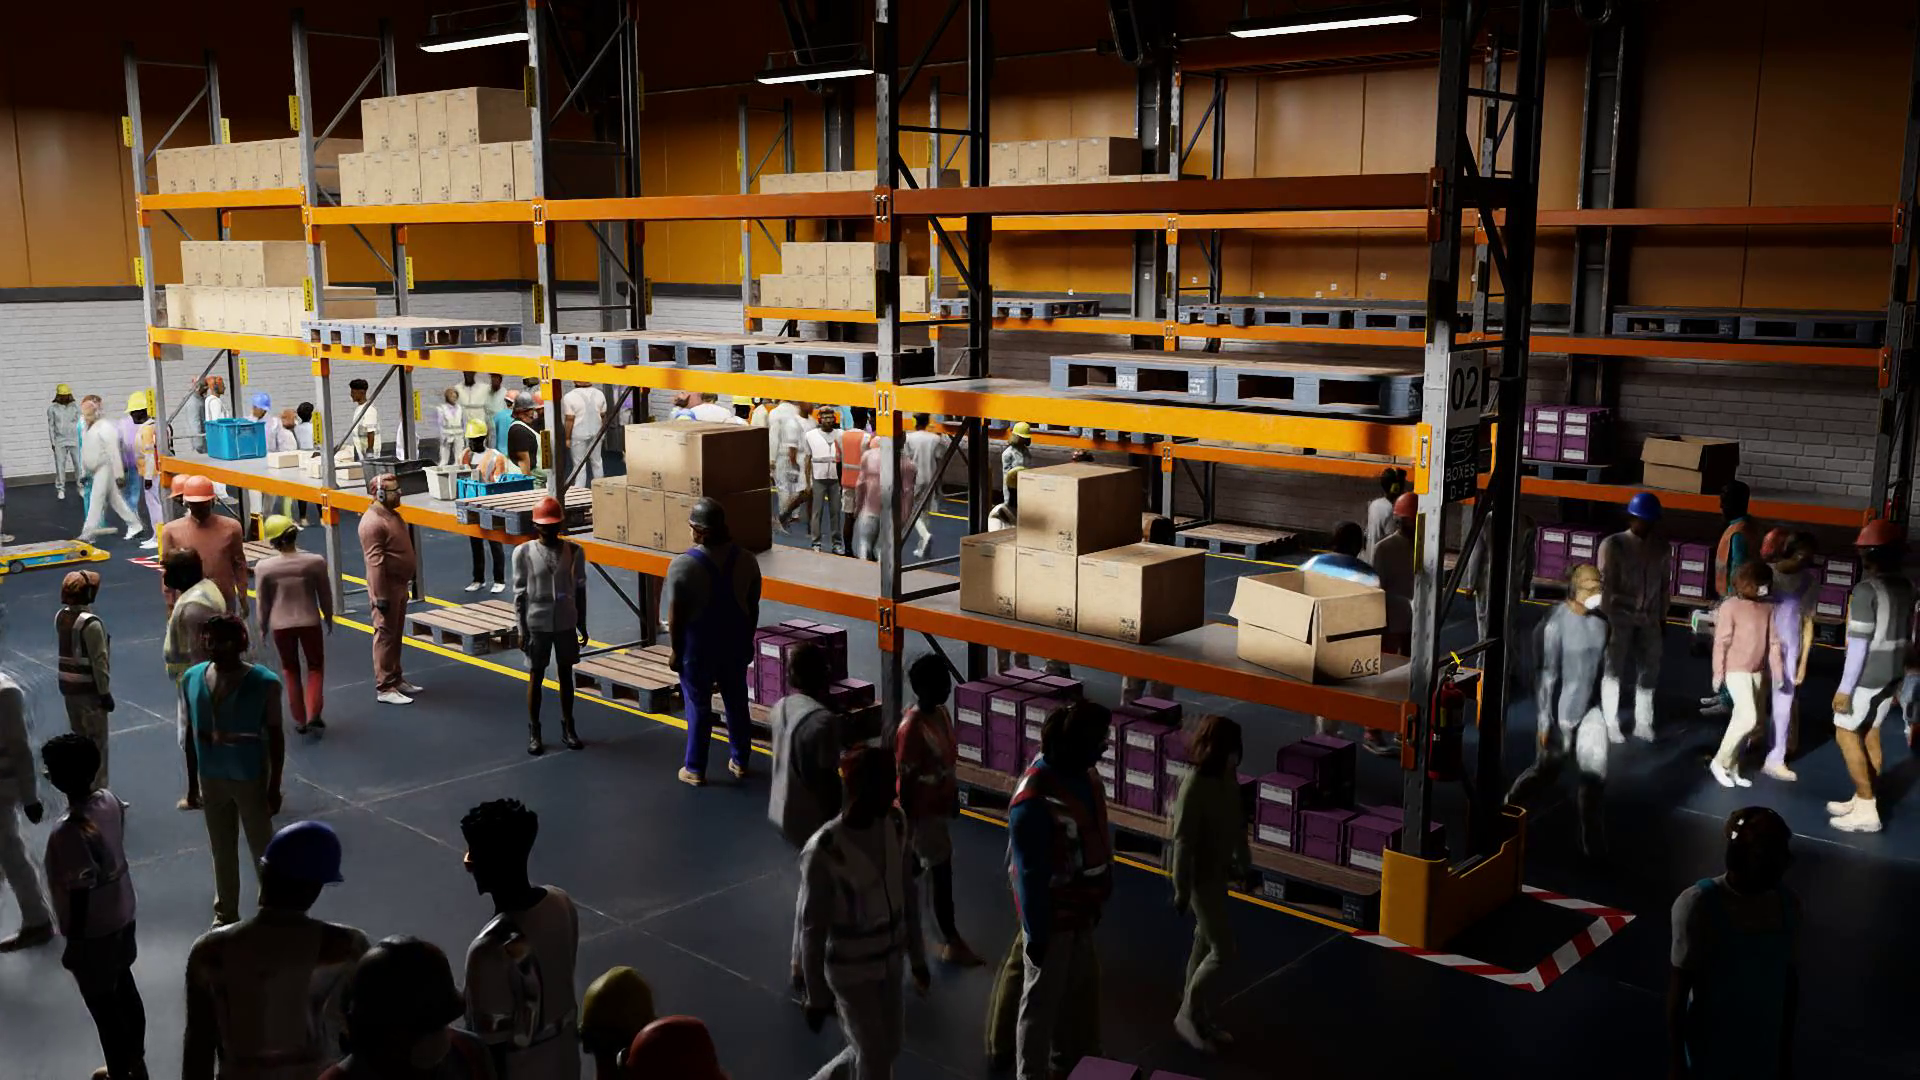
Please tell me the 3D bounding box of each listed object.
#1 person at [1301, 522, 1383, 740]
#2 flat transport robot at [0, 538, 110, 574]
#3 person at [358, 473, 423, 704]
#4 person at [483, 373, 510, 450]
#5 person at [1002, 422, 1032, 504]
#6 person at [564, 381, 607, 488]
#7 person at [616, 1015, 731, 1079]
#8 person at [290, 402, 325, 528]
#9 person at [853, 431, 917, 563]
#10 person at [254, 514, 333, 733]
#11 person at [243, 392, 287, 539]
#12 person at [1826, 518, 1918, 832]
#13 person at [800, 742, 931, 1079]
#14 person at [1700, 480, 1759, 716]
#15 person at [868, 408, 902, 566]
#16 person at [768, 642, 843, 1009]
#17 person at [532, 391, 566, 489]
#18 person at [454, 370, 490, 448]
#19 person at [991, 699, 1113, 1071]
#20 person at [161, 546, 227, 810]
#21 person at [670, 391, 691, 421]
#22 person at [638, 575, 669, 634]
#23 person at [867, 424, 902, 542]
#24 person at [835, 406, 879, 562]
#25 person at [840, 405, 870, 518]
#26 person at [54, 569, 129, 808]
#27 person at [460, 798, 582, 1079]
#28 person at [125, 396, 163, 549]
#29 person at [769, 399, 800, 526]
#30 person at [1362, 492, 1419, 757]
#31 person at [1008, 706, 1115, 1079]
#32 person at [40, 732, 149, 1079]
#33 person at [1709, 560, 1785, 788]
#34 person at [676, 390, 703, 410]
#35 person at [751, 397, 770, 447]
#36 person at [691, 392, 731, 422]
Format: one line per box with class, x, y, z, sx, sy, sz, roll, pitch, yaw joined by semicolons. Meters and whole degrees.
person;2.763;0.772;12.089;0.650;1.790;0.805;8;13;39
flat transport robot;-10.914;0.187;19.634;0.652;0.197;1.431;9;13;41
person;-4.719;0.396;13.818;0.408;1.913;0.641;-1;10;-4
person;-7.162;-1.730;25.960;0.661;1.874;0.489;6;12;30
person;0.697;-0.518;19.489;0.310;1.735;0.484;8;13;40
person;-5.547;-1.542;24.408;0.536;2.000;0.673;10;14;44
person;-0.792;2.118;4.564;0.355;1.741;0.575;-2;10;-12
person;-8.743;-1.007;22.351;0.530;1.697;0.321;-1;10;-3
person;-0.804;-0.267;17.644;0.718;1.881;0.458;2;10;9
person;-5.134;0.652;12.858;0.550;1.742;0.353;-4;11;-21
person;-9.145;-0.993;21.699;0.628;1.909;0.743;-9;13;-41
person;5.873;0.874;10.770;0.636;2.043;0.406;-6;12;-32
person;-0.413;1.698;6.630;0.770;1.845;0.586;7;12;34
person;6.236;0.471;13.392;0.392;1.914;0.587;5;11;27
person;-0.895;-0.617;19.428;0.385;1.957;0.603;4;11;20
person;-0.758;1.418;8.371;0.406;1.811;0.518;-8;13;-39
person;-5.176;-0.869;20.747;0.609;1.991;0.384;6;12;30
person;-7.860;-1.902;26.860;0.631;1.896;0.439;0;10;-3
person;0.451;1.579;7.467;0.652;1.802;0.631;-1;10;-5
person;-5.019;0.932;11.052;0.477;1.825;0.642;-3;11;-18
person;-4.151;-1.401;24.773;0.354;1.630;0.530;2;10;13
person;-3.001;-0.026;16.227;0.410;1.908;0.598;-6;12;-31
person;-0.920;-0.916;21.211;0.392;1.925;0.548;9;13;40
person;-1.183;-0.655;19.606;0.610;1.965;0.363;5;11;28
person;-1.393;-1.335;23.235;0.614;2.040;0.391;10;14;44
person;-5.855;1.012;11.140;0.523;1.632;0.314;8;13;39
person;-1.481;1.823;5.635;0.376;1.958;0.599;2;10;9
person;-10.197;-0.849;20.867;0.397;1.913;0.592;-5;11;-27
person;-2.382;-1.148;22.513;0.367;1.932;0.623;4;11;23
person;3.288;0.620;12.356;0.617;1.984;0.410;-5;11;-27
person;0.448;1.606;7.218;0.431;1.836;0.619;5;11;27
person;-3.779;1.662;7.257;0.320;1.697;0.537;-2;10;-8
person;5.472;0.935;11.576;0.507;1.616;0.384;-6;12;-30
person;-4.127;-1.702;25.713;0.406;1.903;0.639;2;10;14
person;-2.953;-1.383;24.365;0.354;1.737;0.576;-2;10;-9
person;-3.343;-1.112;22.268;0.635;1.937;0.352;1;10;6
